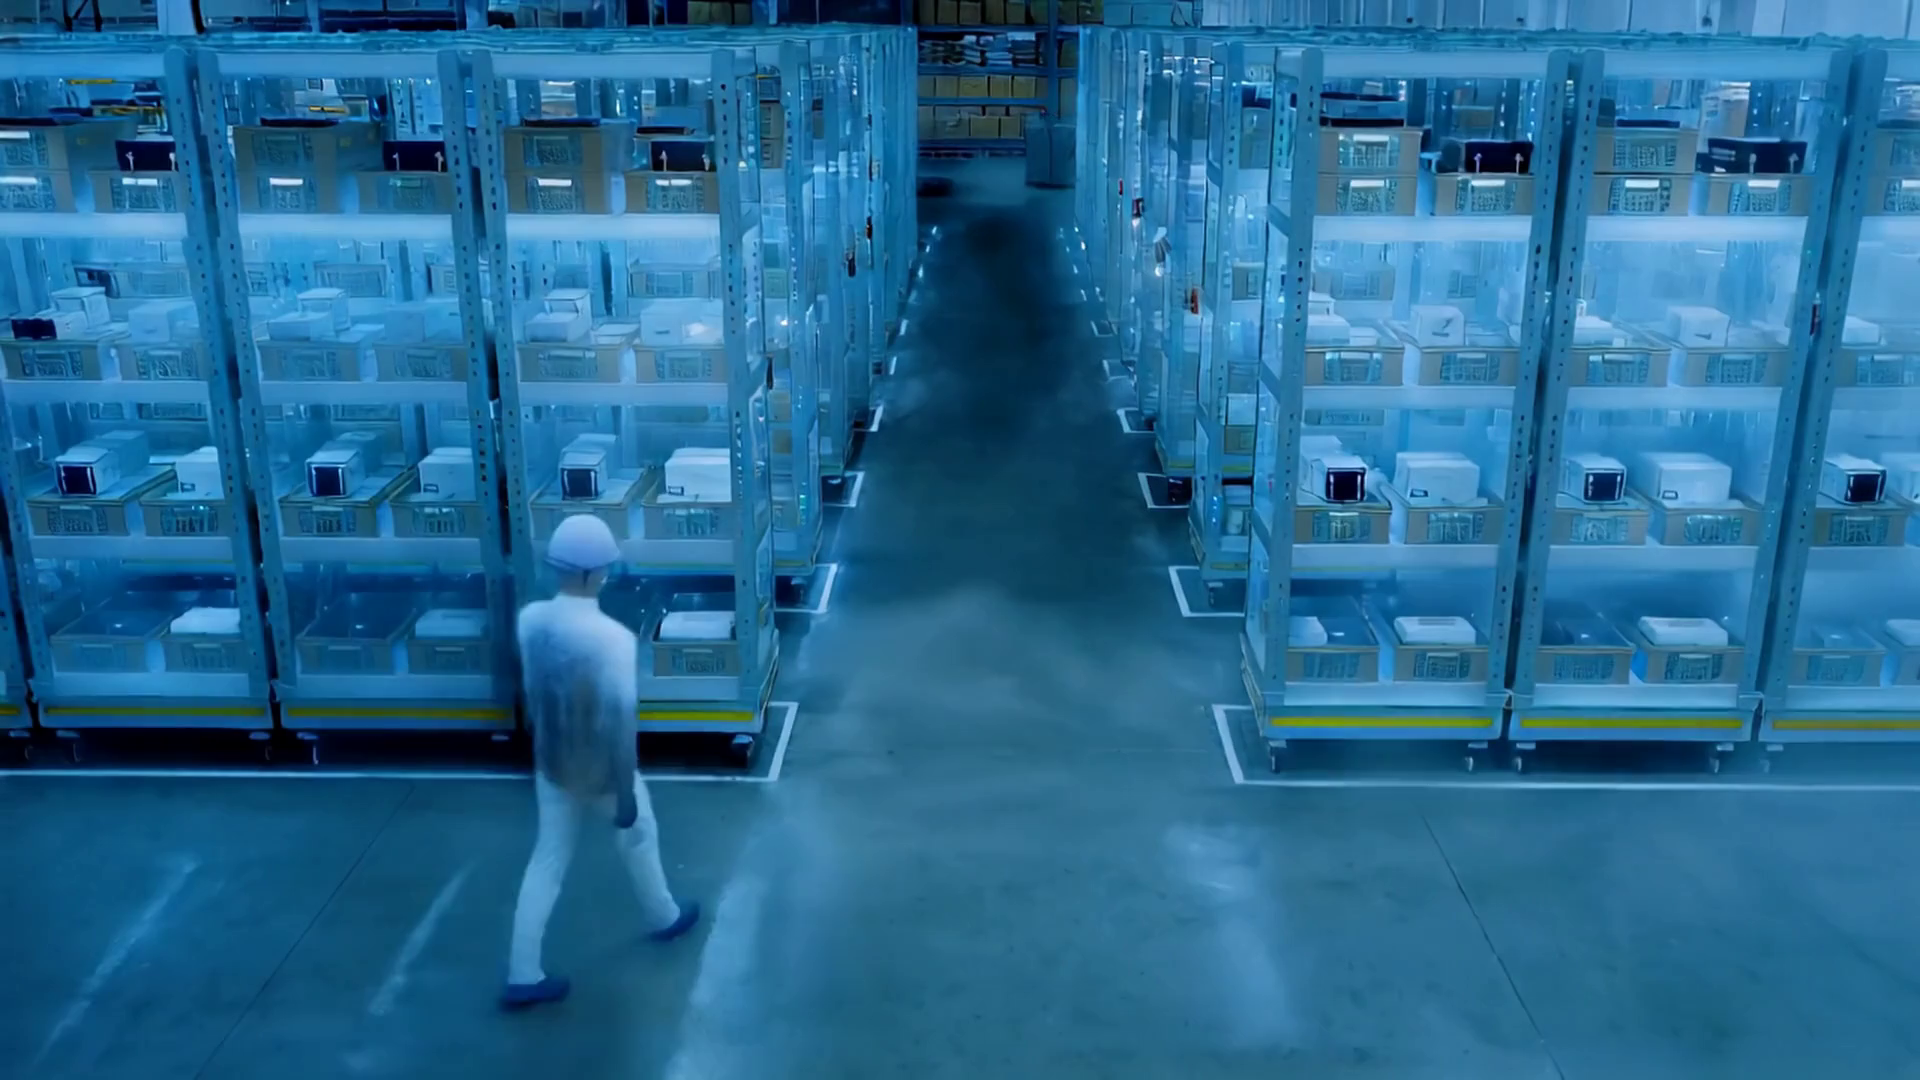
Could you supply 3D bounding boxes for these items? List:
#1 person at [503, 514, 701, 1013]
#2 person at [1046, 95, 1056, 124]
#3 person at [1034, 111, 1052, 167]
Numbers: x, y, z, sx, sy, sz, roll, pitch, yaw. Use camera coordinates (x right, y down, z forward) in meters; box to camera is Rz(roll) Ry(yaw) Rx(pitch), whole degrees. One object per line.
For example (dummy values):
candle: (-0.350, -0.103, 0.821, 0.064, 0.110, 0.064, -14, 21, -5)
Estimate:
person: (-1.472, 0.844, 6.492, 0.633, 1.947, 1.016, 10, 20, 29)
person: (2.894, -12.823, 50.285, 0.776, 1.803, 0.591, -3, 18, -9)
person: (1.970, -9.346, 39.489, 0.518, 1.627, 0.435, 14, 22, 38)
